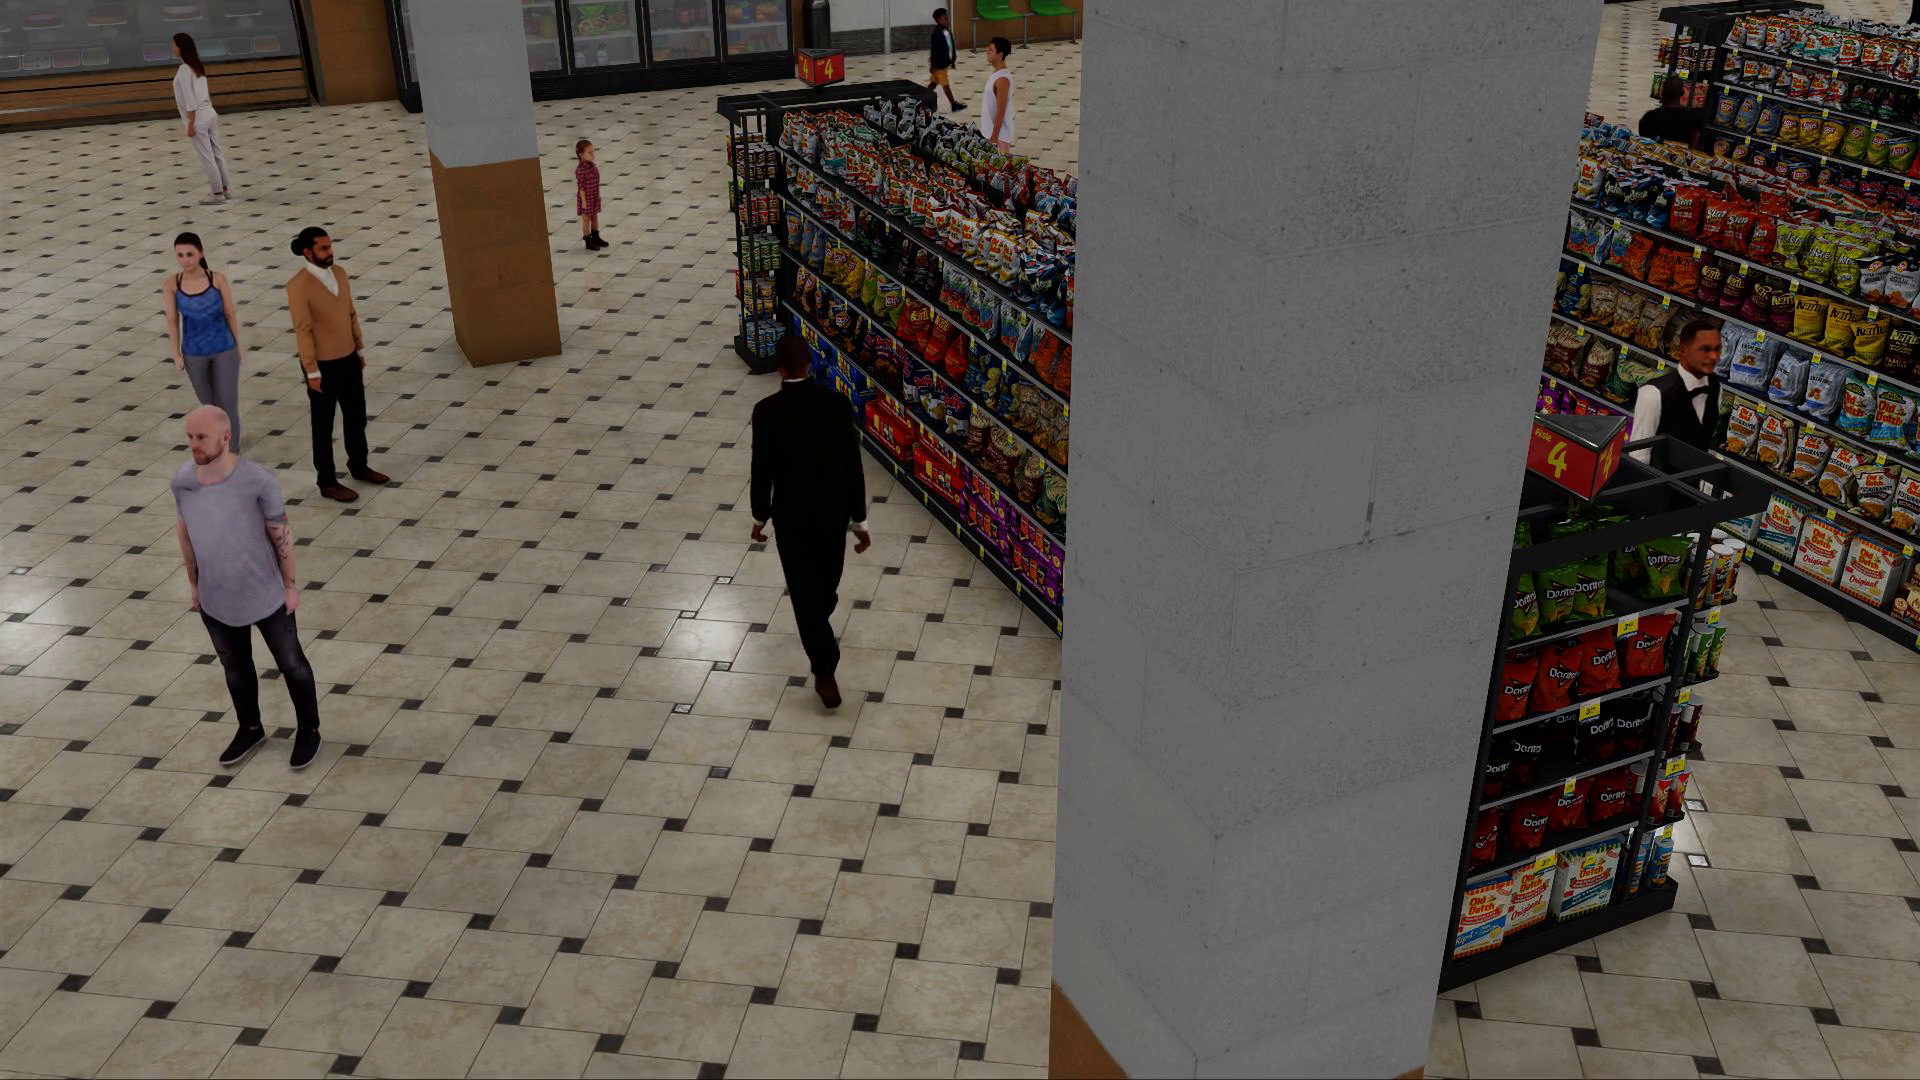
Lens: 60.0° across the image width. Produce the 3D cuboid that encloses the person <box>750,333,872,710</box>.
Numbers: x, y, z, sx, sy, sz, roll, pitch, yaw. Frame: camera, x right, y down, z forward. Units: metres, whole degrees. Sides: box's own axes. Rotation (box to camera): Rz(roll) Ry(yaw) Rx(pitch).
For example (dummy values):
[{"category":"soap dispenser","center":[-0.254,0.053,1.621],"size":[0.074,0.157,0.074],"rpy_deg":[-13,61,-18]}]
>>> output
[{"category":"person","center":[-0.713,-0.048,8.279],"size":[0.821,1.857,1.259],"rpy_deg":[-7,28,-14]}]

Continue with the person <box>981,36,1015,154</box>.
[{"category":"person","center":[0.375,-3.929,16.006],"size":[0.782,1.792,0.656],"rpy_deg":[0,27,0]}]

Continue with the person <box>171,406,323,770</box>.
[{"category":"person","center":[-3.337,0.225,7.764],"size":[0.767,1.837,0.768],"rpy_deg":[2,27,5]}]

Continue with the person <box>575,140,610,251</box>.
[{"category":"person","center":[-3.445,-3.216,15.451],"size":[0.550,1.021,0.497],"rpy_deg":[12,29,22]}]

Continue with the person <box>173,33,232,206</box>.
[{"category":"person","center":[-7.638,-4.233,16.721],"size":[0.736,1.688,0.610],"rpy_deg":[0,27,0]}]

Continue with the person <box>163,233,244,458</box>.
[{"category":"person","center":[-4.921,-1.243,10.938],"size":[0.705,1.584,1.070],"rpy_deg":[-6,28,-12]}]

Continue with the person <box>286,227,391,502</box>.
[{"category":"person","center":[-3.985,-1.124,10.523],"size":[0.794,1.748,0.747],"rpy_deg":[11,29,21]}]

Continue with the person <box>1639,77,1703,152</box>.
[{"category":"person","center":[5.955,-2.968,14.109],"size":[0.921,1.793,1.062],"rpy_deg":[2,27,4]}]

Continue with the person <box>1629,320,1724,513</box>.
[{"category":"person","center":[3.607,-0.226,8.564],"size":[0.688,1.918,0.568],"rpy_deg":[-11,29,-21]}]

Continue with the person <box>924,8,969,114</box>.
[{"category":"person","center":[-0.293,-5.895,20.491],"size":[0.922,1.240,0.851],"rpy_deg":[10,29,19]}]
